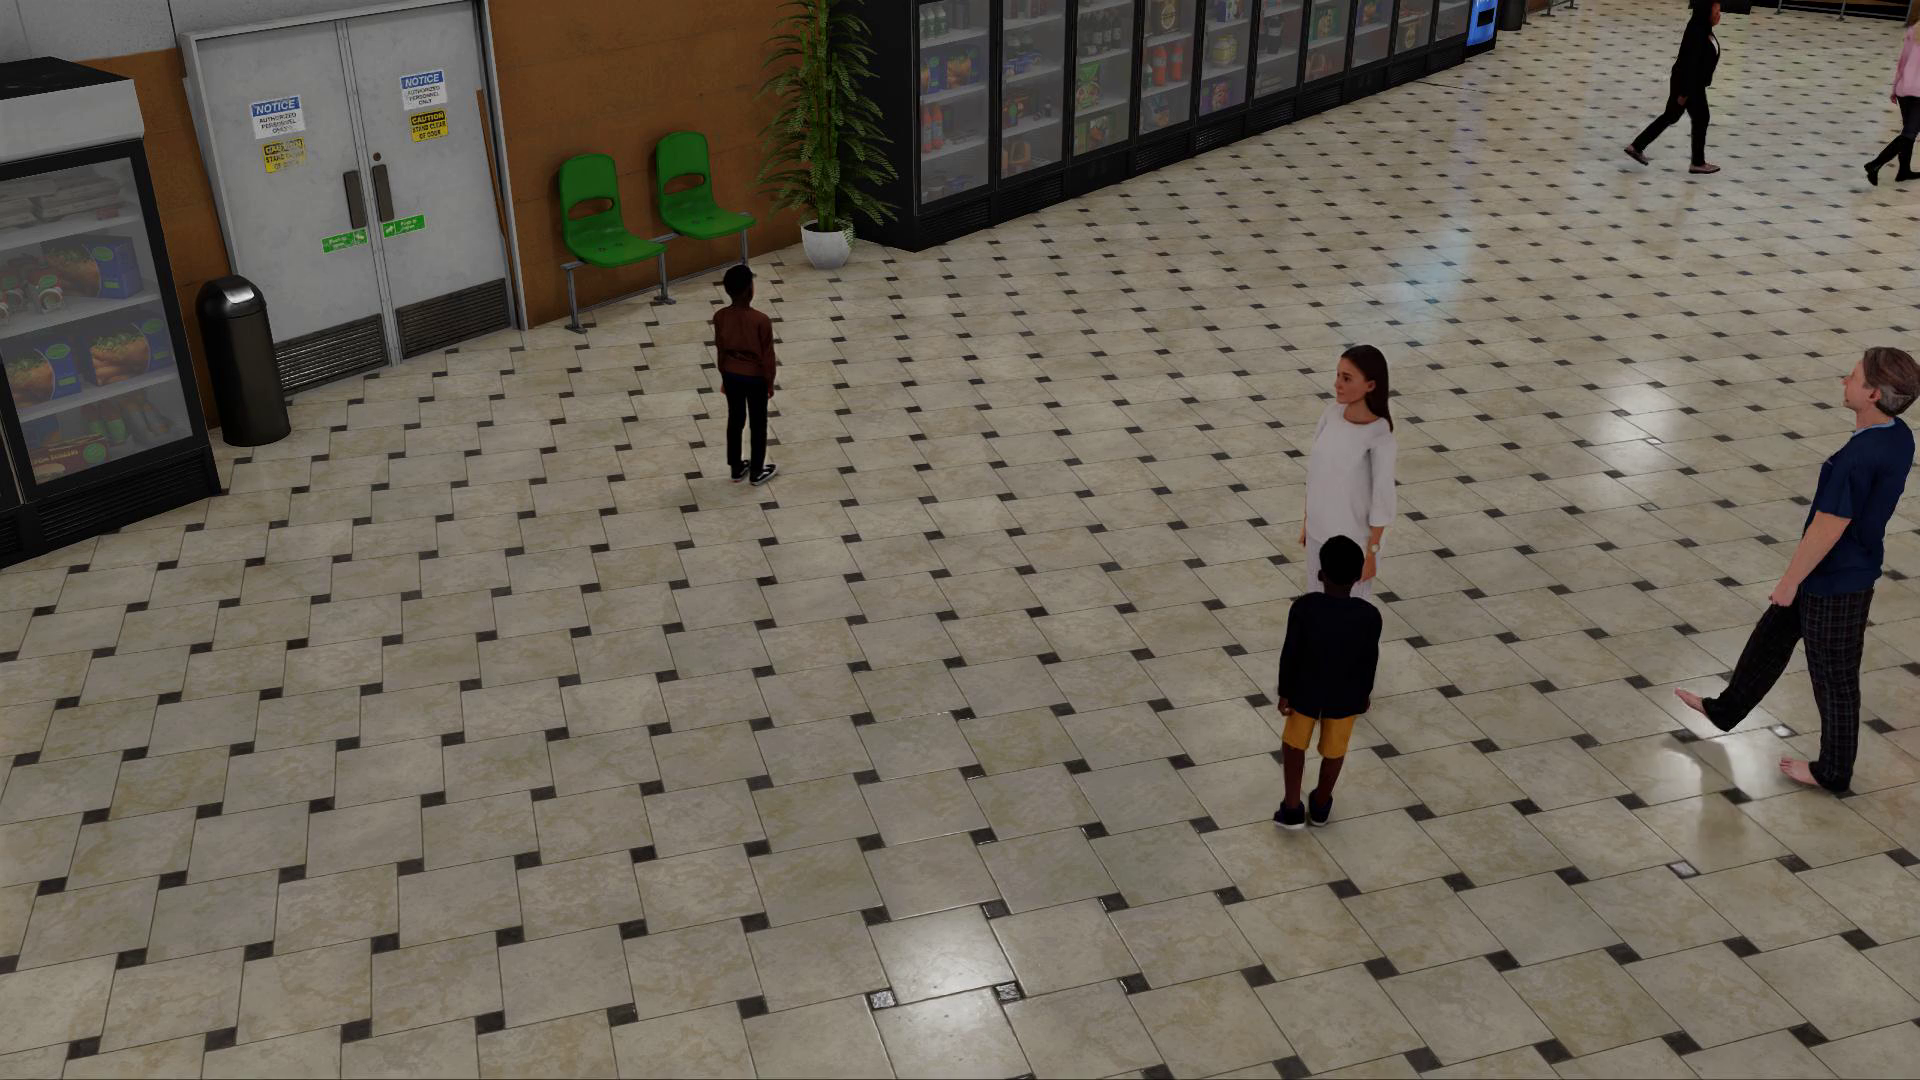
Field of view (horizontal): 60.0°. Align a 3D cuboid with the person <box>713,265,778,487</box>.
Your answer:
[{"bbox_3d":[-1.203,-0.915,9.284,0.498,1.251,0.626,10,29,19],"label":"person"}]

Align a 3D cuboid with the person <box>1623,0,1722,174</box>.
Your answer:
[{"bbox_3d":[6.643,-4.187,15.367,1.181,1.586,0.930,7,28,14],"label":"person"}]

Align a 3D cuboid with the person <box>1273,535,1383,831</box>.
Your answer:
[{"bbox_3d":[1.390,0.580,6.318,0.662,1.266,0.714,5,27,9],"label":"person"}]

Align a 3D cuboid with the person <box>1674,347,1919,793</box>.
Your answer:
[{"bbox_3d":[3.511,0.169,6.487,0.977,1.847,0.676,20,33,34],"label":"person"}]

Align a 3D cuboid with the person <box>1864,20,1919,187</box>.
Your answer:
[{"bbox_3d":[8.508,-3.985,14.881,0.971,1.665,1.091,-12,29,-22],"label":"person"}]

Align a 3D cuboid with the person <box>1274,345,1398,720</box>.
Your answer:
[{"bbox_3d":[1.631,-0.029,7.055,0.727,1.688,0.585,-15,30,-27],"label":"person"}]
